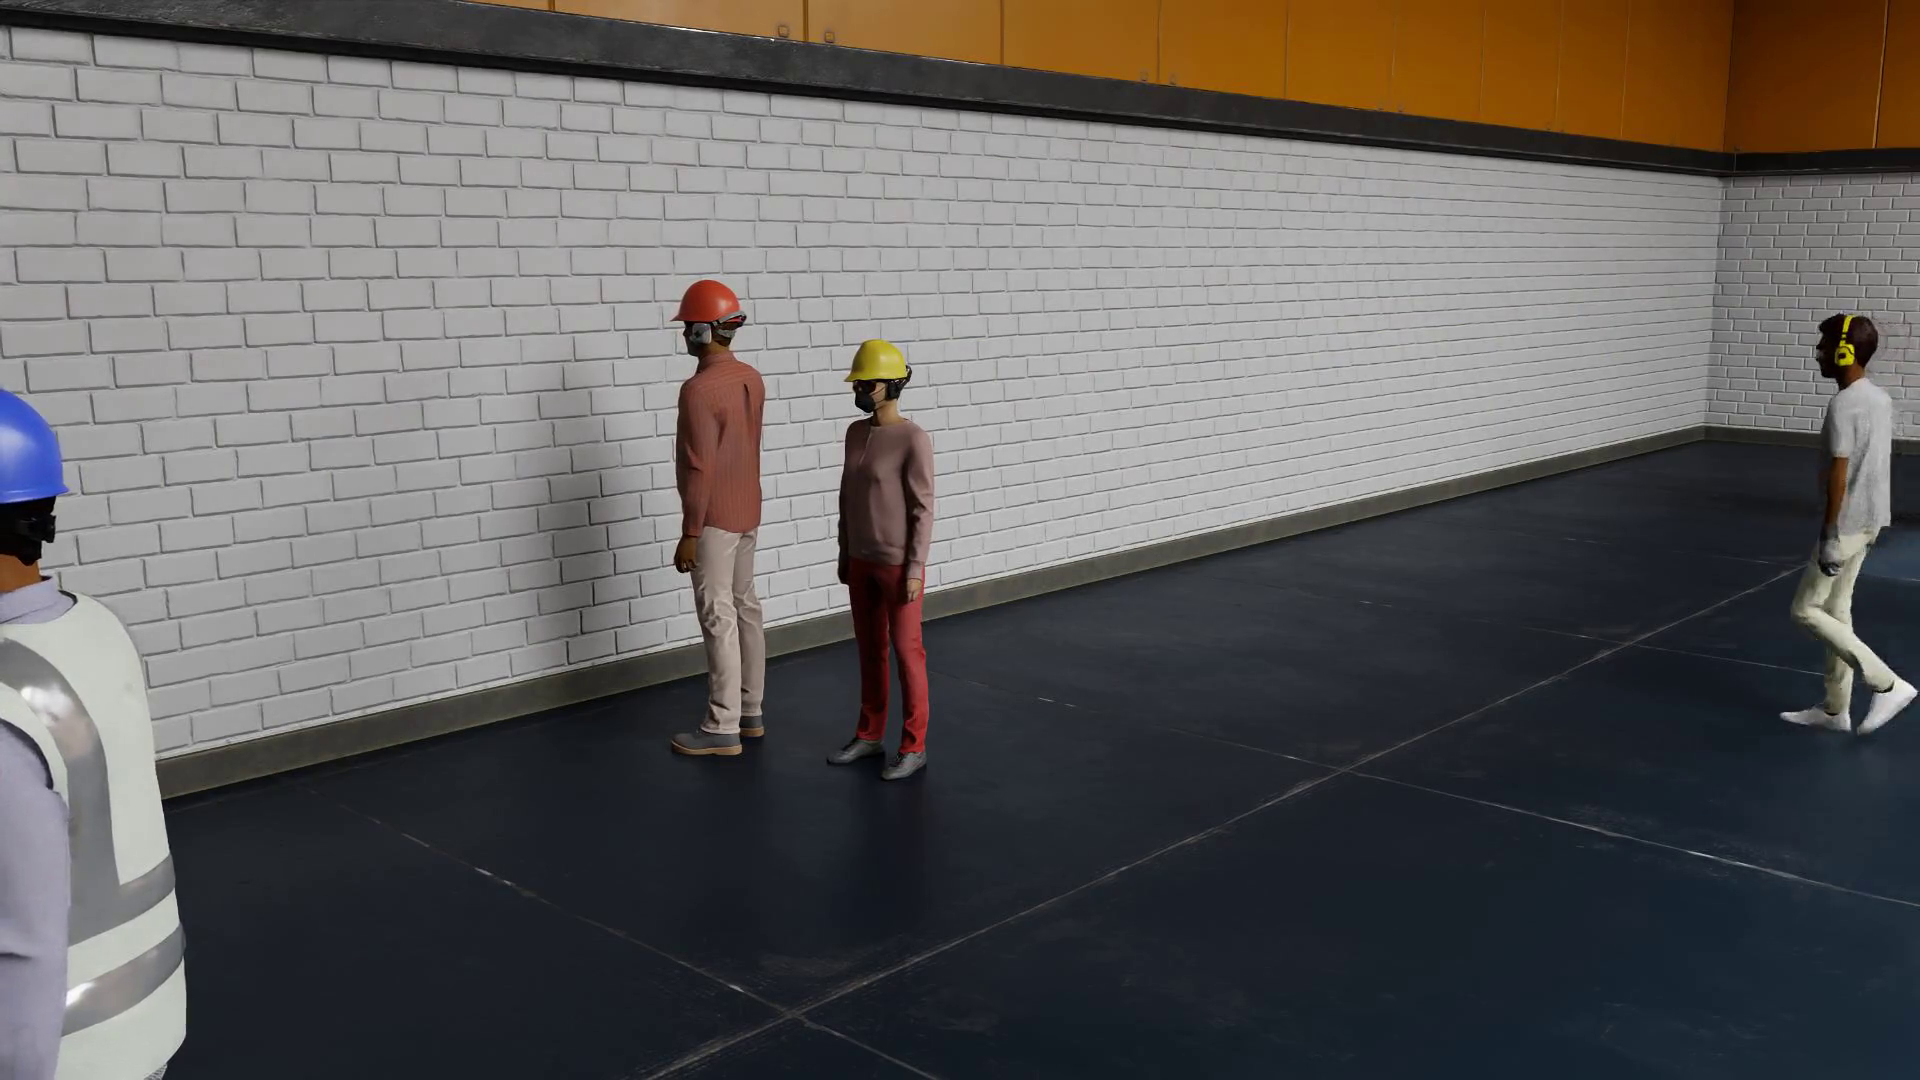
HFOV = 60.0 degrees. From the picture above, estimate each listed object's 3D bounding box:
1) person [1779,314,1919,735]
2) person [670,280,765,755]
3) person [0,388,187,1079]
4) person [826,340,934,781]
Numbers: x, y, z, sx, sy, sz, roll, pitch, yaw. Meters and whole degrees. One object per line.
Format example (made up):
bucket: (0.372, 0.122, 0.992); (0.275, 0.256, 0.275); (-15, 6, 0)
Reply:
person: (3.889, -0.043, 7.187); (0.511, 1.854, 0.487); (-9, 13, -41)
person: (-1.022, -0.091, 7.027); (0.375, 1.995, 0.611); (3, 10, 16)
person: (-1.354, 0.735, 2.460); (0.400, 1.949, 0.605); (-3, 10, -14)
person: (-0.318, 0.080, 6.707); (0.311, 1.769, 0.522); (-9, 14, -42)
